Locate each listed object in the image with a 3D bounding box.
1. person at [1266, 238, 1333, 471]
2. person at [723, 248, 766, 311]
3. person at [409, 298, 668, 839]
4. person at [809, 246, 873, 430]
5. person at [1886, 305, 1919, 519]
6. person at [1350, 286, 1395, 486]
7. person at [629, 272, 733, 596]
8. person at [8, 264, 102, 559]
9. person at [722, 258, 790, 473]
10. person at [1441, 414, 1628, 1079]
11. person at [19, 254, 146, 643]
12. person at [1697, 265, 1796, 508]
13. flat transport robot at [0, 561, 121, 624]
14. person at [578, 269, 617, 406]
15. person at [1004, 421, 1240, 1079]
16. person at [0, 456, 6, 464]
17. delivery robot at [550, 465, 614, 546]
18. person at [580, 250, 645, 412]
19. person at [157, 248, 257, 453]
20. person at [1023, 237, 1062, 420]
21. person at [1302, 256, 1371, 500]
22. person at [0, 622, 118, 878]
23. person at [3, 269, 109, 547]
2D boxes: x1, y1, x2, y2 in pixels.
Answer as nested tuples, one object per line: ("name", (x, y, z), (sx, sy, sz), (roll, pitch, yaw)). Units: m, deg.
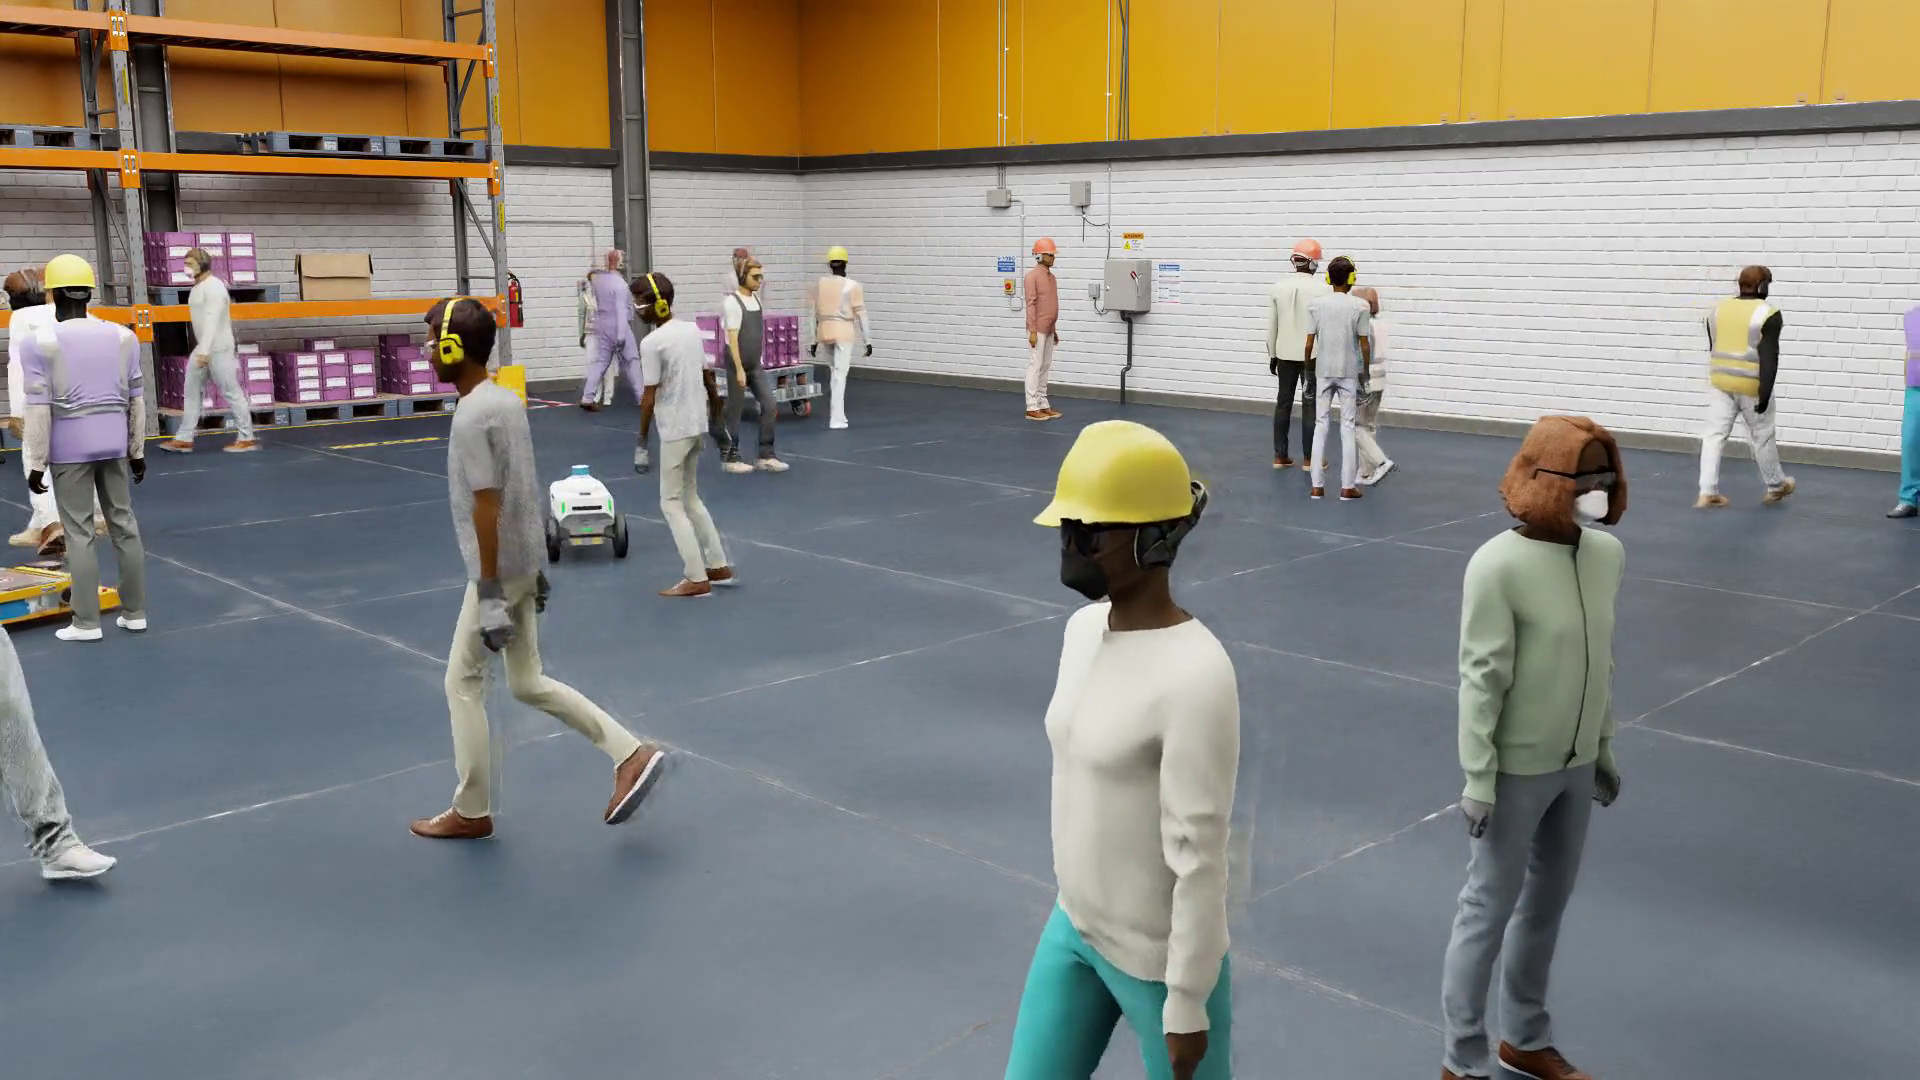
("person", (2.958, -1.599, 14.387), (0.622, 1.992, 0.397), (8, 13, 37))
("person", (-2.849, -2.912, 21.947), (0.643, 1.856, 1.010), (-7, 13, -34))
("person", (-1.436, 0.115, 5.519), (0.809, 1.831, 0.584), (1, 10, 4))
("person", (-1.228, -2.121, 17.483), (0.623, 1.895, 0.709), (5, 12, 26))
("person", (7.006, -1.059, 11.891), (0.629, 1.827, 0.583), (-5, 12, -26))
("person", (3.268, -1.213, 13.313), (0.401, 1.623, 0.532), (7, 13, 34))
("person", (-1.566, -0.572, 9.284), (0.372, 1.826, 0.622), (4, 11, 22))
("person", (-5.675, -0.811, 10.469), (0.457, 1.854, 0.637), (9, 14, 42))
("person", (-1.750, -1.451, 14.035), (0.698, 1.819, 0.536), (6, 12, 30))
("person", (1.323, 0.524, 3.799), (0.507, 1.631, 0.265), (-7, 12, -33))
("person", (-4.365, -0.450, 8.307), (0.369, 1.925, 0.594), (7, 12, 33))
("person", (5.916, -1.146, 12.455), (0.954, 1.790, 0.627), (-6, 12, -30))
("flat transport robot", (-5.152, 0.340, 8.519), (0.652, 0.197, 1.431), (6, 12, 28))
("person", (-4.254, -2.395, 19.715), (0.546, 1.619, 0.408), (-1, 10, -5))
("person", (0.340, 0.652, 2.828), (0.852, 1.731, 0.530), (-5, 11, -23))
("person", (-8.744, -1.608, 14.600), (0.552, 1.933, 0.374), (3, 11, 16))
("delivery robot", (-2.411, -0.233, 10.591), (0.477, 0.478, 0.707), (-4, 12, -18))
("person", (-3.971, -2.402, 19.157), (0.980, 1.867, 0.651), (-9, 14, -41))
("person", (-7.019, -1.727, 15.350), (0.938, 1.899, 0.646), (-10, 14, -43))
("person", (0.912, -2.324, 18.343), (0.376, 1.995, 0.608), (5, 12, 27))
("person", (2.893, -1.236, 12.758), (0.532, 1.867, 0.316), (4, 11, 23))
("person", (-3.018, 0.263, 5.016), (0.844, 1.702, 0.496), (4, 11, 20))
("person", (-6.012, -0.865, 10.918), (0.785, 1.795, 0.741), (-8, 13, -38))
